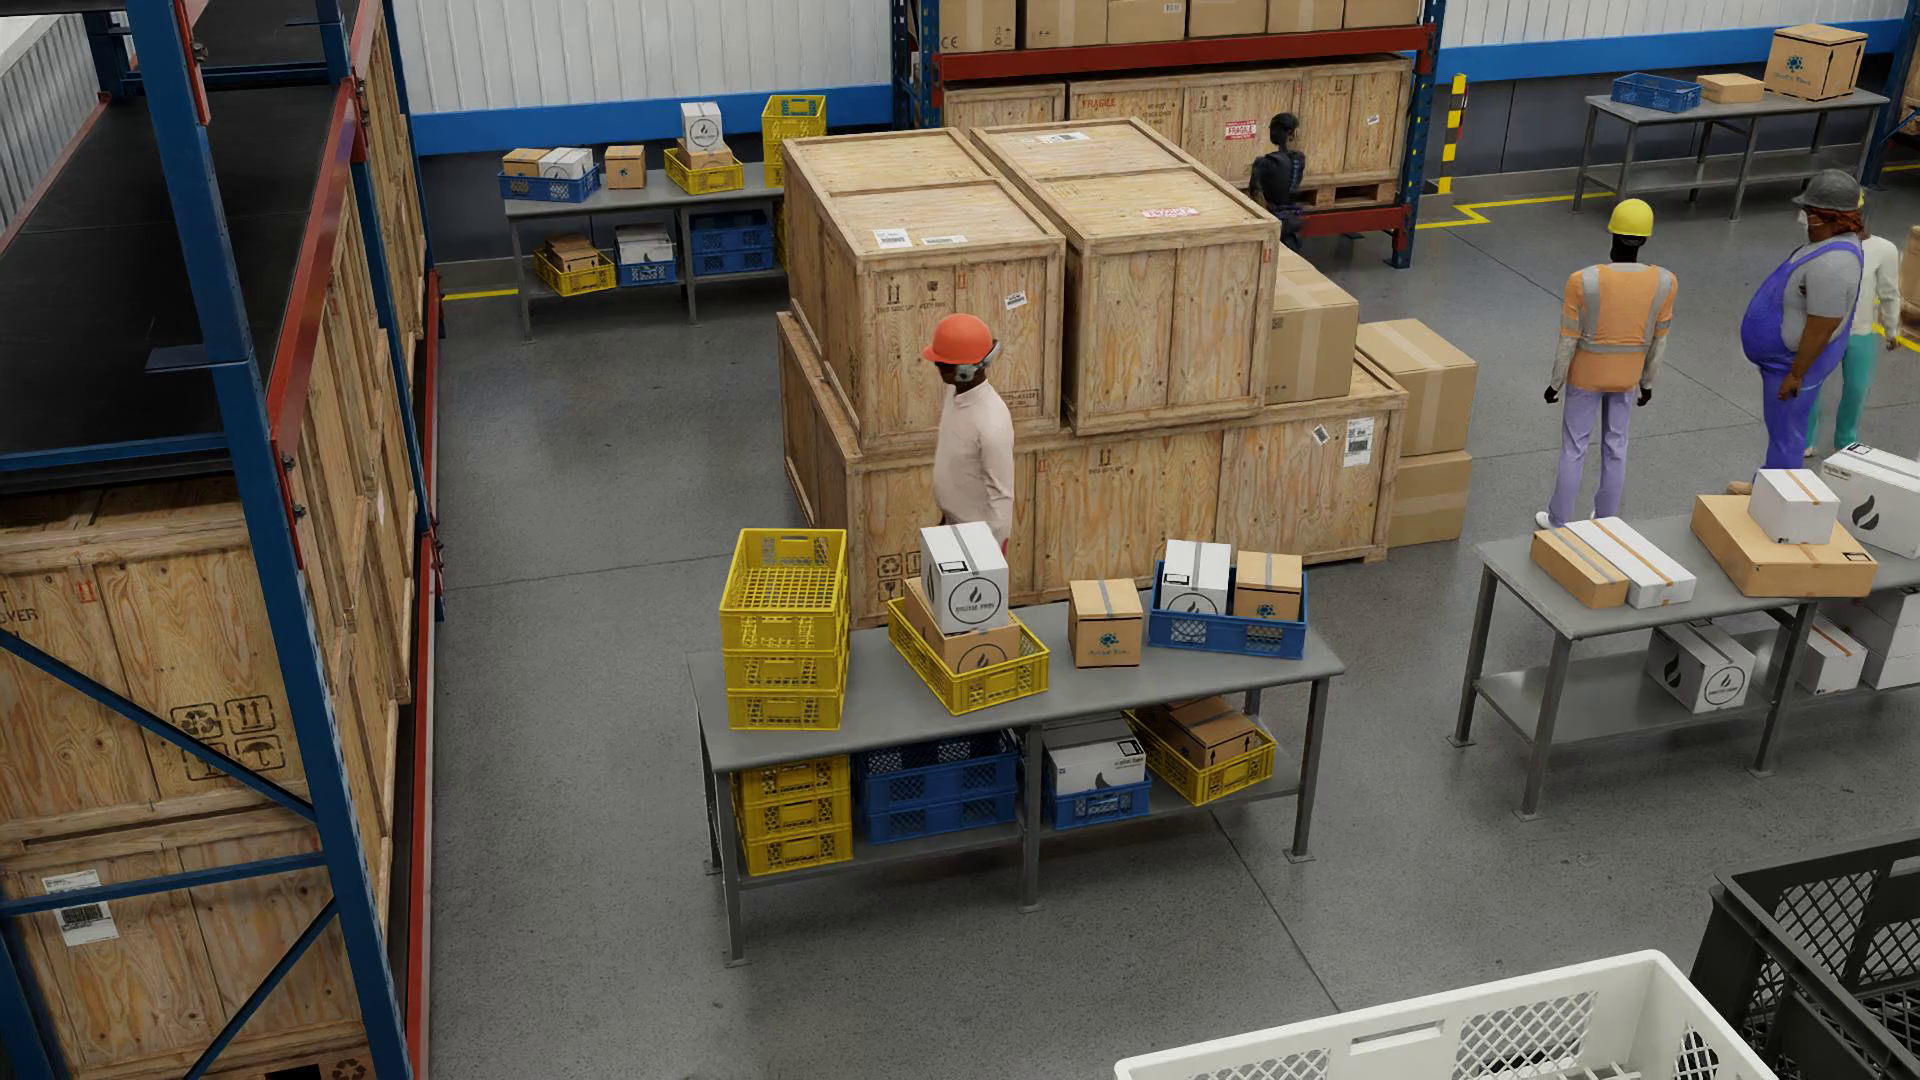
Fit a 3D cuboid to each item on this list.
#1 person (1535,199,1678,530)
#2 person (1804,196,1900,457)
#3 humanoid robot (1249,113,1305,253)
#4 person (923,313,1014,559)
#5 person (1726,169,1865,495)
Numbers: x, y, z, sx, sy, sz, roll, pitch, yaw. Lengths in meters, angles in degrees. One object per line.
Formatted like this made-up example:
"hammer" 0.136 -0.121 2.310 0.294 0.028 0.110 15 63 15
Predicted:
"person" 3.486 -0.901 9.034 0.590 1.925 0.382 0 29 1
"person" 5.271 -1.236 9.874 0.714 1.704 0.314 16 33 26
"humanoid robot" 2.124 -2.126 11.508 0.587 1.644 0.396 -19 34 -31
"person" 0.043 -0.078 7.475 0.389 1.991 0.610 -9 30 -16
"person" 4.575 -1.042 9.173 0.536 2.000 0.682 14 32 24
